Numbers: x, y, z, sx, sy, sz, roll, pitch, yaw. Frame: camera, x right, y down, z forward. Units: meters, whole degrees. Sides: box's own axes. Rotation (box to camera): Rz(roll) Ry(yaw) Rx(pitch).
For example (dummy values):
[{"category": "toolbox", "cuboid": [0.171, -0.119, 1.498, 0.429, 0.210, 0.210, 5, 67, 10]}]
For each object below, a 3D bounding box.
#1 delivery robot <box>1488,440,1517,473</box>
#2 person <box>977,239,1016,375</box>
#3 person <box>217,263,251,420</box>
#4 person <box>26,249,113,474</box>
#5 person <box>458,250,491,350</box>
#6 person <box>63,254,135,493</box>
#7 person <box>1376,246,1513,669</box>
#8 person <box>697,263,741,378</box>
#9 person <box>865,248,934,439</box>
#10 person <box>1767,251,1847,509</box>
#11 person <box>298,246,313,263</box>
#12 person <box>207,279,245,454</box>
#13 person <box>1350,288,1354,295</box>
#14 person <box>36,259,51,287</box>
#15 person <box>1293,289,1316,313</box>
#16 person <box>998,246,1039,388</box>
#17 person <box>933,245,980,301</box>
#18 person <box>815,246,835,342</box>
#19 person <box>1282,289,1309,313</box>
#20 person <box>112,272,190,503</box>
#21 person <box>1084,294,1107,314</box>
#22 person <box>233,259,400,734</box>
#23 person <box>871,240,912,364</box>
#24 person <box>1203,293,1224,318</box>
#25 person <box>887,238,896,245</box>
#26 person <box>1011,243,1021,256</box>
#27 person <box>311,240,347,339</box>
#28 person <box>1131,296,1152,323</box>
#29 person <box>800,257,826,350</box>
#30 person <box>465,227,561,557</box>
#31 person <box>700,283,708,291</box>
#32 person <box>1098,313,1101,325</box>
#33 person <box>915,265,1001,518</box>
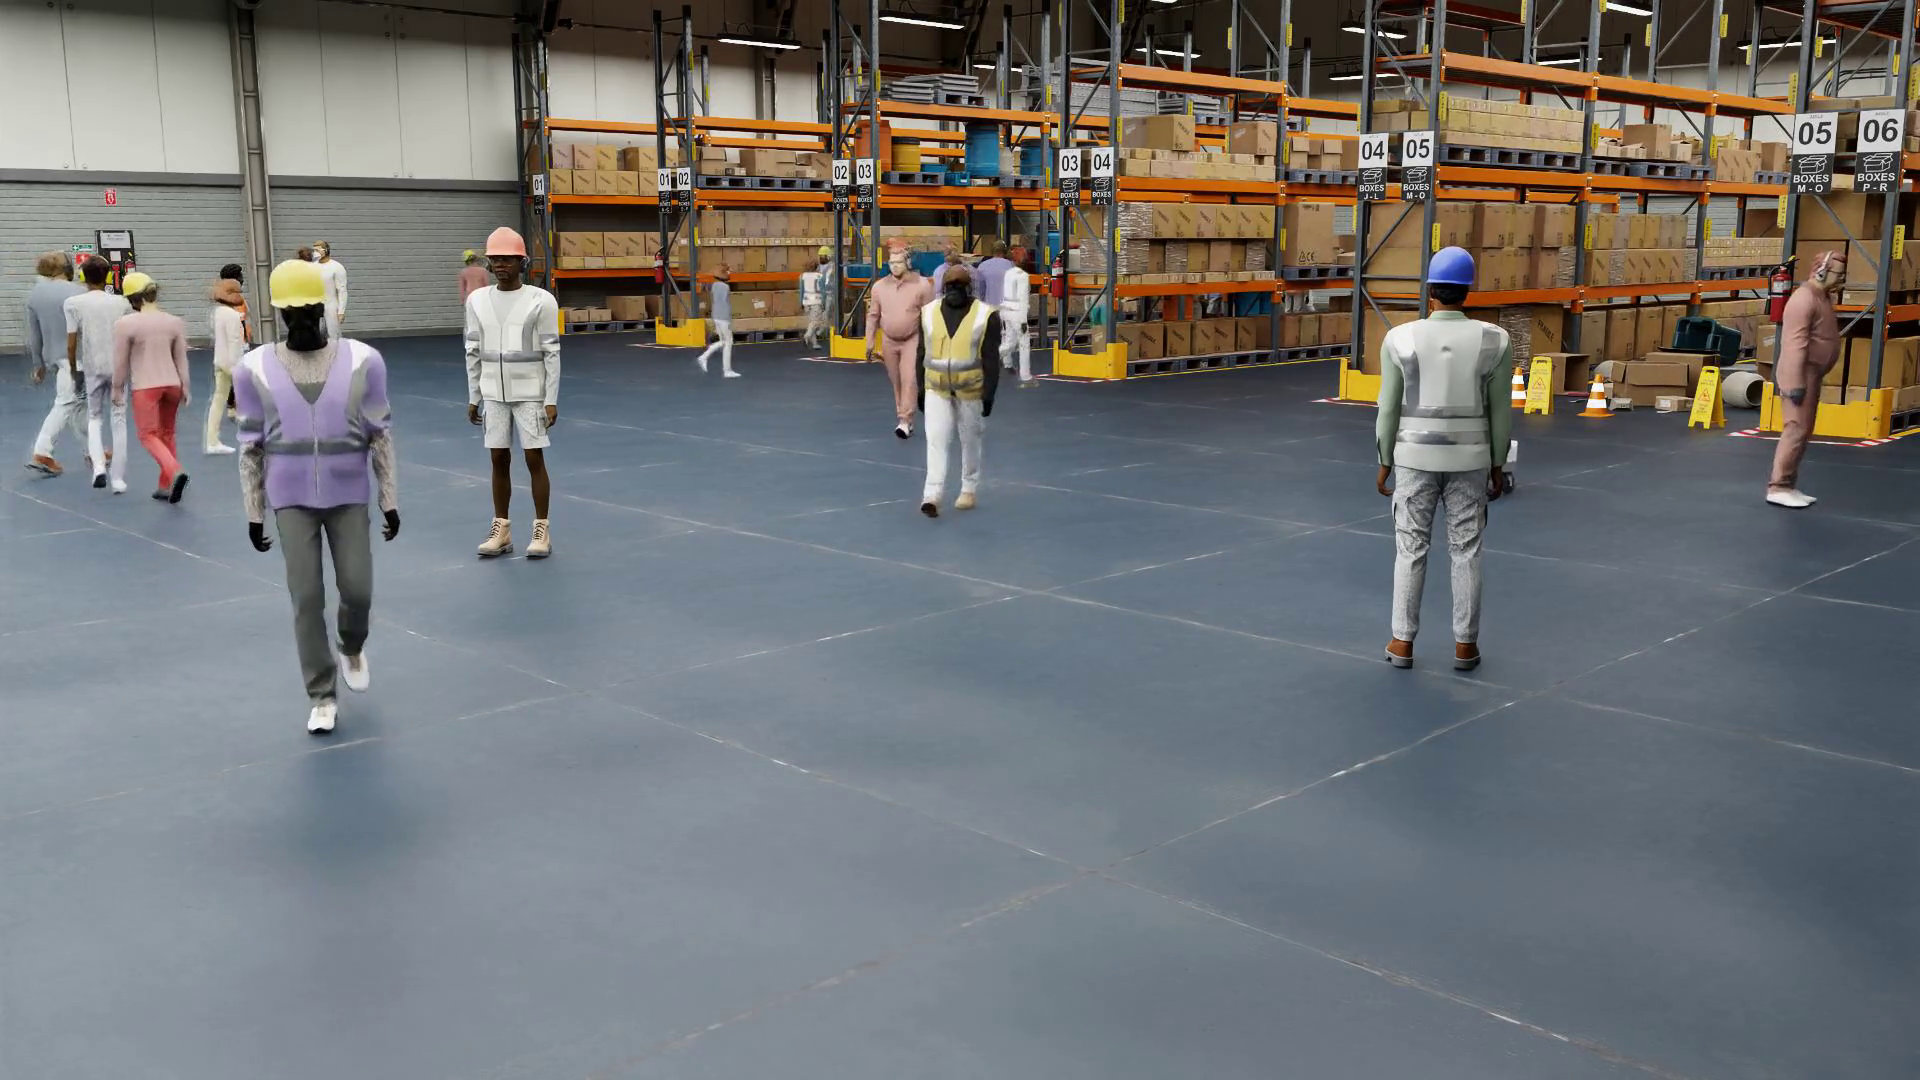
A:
[{"category": "delivery robot", "cuboid": [4.005, -0.671, 13.000, 0.707, 0.478, 0.477, -5, 11, -26]}, {"category": "person", "cuboid": [0.558, -3.368, 24.073, 0.627, 1.940, 0.371, 3, 11, 17]}, {"category": "person", "cuboid": [-7.837, -2.137, 18.017, 0.316, 1.696, 0.541, -10, 14, -43]}, {"category": "person", "cuboid": [-7.637, -1.522, 14.158, 0.643, 1.897, 1.018, 4, 11, 22]}, {"category": "person", "cuboid": [-8.443, -4.142, 28.866, 0.609, 1.734, 0.344, 0, 10, 1]}, {"category": "person", "cuboid": [-6.674, -1.304, 13.044, 0.523, 1.855, 0.399, -4, 11, -20]}, {"category": "person", "cuboid": [2.237, -0.374, 7.721, 0.609, 1.948, 0.389, 2, 11, 11]}, {"category": "person", "cuboid": [-3.404, -3.102, 23.503, 0.523, 1.619, 0.504, -6, 12, -29]}, {"category": "person", "cuboid": [-0.621, -1.930, 16.408, 0.678, 1.859, 0.950, 3, 11, 16]}, {"category": "person", "cuboid": [6.278, -1.186, 12.332, 0.400, 1.887, 0.661, 7, 13, 34]}, {"category": "person", "cuboid": [-10.090, -3.613, 25.701, 0.528, 1.832, 0.486, 2, 11, 13]}, {"category": "person", "cuboid": [-6.627, -1.607, 15.379, 0.817, 1.589, 0.526, -9, 14, -40]}, {"category": "person", "cuboid": [8.082, -5.073, 33.292, 0.614, 1.963, 0.362, -4, 11, -22]}, {"category": "person", "cuboid": [-15.152, -3.844, 27.568, 0.407, 1.601, 0.543, -1, 10, -5]}, {"category": "person", "cuboid": [8.557, -6.479, 41.055, 0.623, 1.950, 1.047, -8, 13, -38]}, {"category": "person", "cuboid": [0.656, -2.946, 22.005, 0.791, 1.862, 0.588, -5, 12, -25]}, {"category": "person", "cuboid": [-0.034, -3.265, 23.727, 0.665, 1.872, 0.429, -1, 10, -6]}, {"category": "person", "cuboid": [-2.562, -4.572, 31.032, 0.621, 1.785, 0.928, 9, 14, 41]}, {"category": "person", "cuboid": [6.113, -4.503, 30.295, 0.593, 1.923, 0.373, 10, 14, 44]}, {"category": "person", "cuboid": [-5.967, -1.127, 12.401, 0.716, 1.731, 0.536, 7, 12, 33]}, {"category": "person", "cuboid": [2.306, -3.814, 27.042, 0.533, 1.751, 0.627, 4, 11, 21]}, {"category": "person", "cuboid": [-2.627, -0.191, 6.828, 0.605, 1.907, 0.545, -4, 11, -19]}, {"category": "person", "cuboid": [-0.968, -3.753, 26.198, 1.042, 1.925, 0.624, -3, 11, -17]}, {"category": "person", "cuboid": [4.534, -4.312, 29.245, 0.556, 1.932, 0.385, -3, 11, -15]}, {"category": "person", "cuboid": [-1.558, -5.984, 38.329, 0.545, 1.942, 0.350, 9, 14, 42]}, {"category": "person", "cuboid": [1.100, -4.844, 32.390, 0.429, 1.839, 0.634, -8, 13, -37]}, {"category": "person", "cuboid": [-8.708, -3.146, 22.863, 0.628, 1.940, 0.373, 3, 11, 18]}, {"category": "person", "cuboid": [4.100, -5.874, 37.712, 0.659, 1.940, 1.011, 9, 13, 39]}, {"category": "person", "cuboid": [-2.598, -4.129, 29.088, 0.526, 1.615, 0.658, 5, 12, 27]}, {"category": "person", "cuboid": [-2.796, -0.913, 10.386, 0.611, 2.048, 0.364, 2, 11, 8]}, {"category": "person", "cuboid": [-5.404, -5.313, 34.422, 0.392, 2.033, 0.605, -6, 12, -28]}, {"category": "person", "cuboid": [3.136, -5.433, 35.657, 0.624, 1.813, 0.472, 9, 14, 42]}, {"category": "person", "cuboid": [-0.034, -1.062, 11.913, 0.640, 1.784, 1.004, 2, 11, 12]}]
